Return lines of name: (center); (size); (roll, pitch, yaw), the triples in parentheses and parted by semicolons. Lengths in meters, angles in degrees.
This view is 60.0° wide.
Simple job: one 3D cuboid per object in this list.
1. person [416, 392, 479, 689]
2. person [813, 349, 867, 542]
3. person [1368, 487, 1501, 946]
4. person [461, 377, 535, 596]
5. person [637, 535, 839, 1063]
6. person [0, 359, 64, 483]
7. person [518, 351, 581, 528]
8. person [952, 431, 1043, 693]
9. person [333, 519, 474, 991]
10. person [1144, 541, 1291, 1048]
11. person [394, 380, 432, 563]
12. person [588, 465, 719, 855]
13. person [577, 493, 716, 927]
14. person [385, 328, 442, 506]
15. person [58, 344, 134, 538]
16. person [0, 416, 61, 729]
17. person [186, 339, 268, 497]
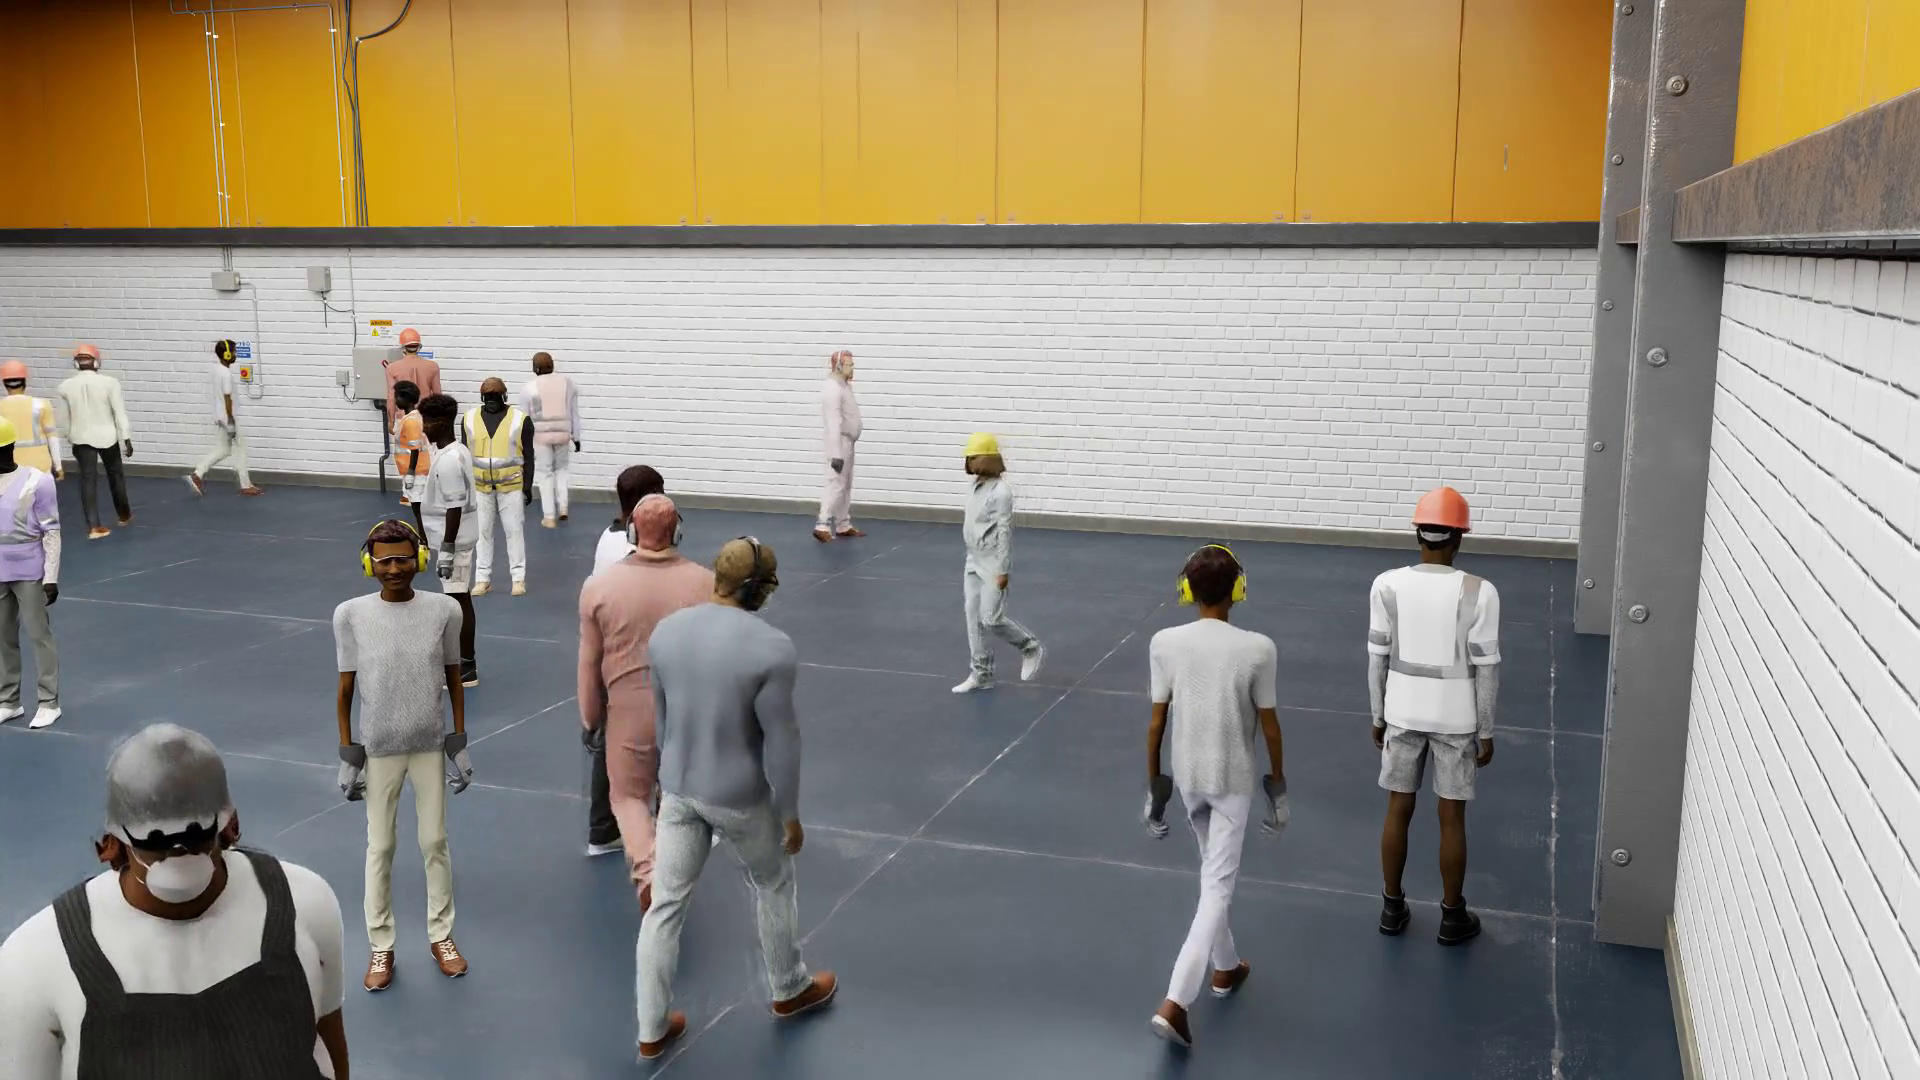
person: (-3.379, 0.001, 11.029); (0.367, 1.964, 0.603); (-2, 10, -14)
person: (-1.173, -0.934, 16.512); (0.421, 1.918, 0.665); (1, 10, 3)
person: (1.984, 0.737, 6.983); (0.542, 1.931, 0.366); (6, 12, 30)
person: (-3.869, -0.445, 13.902); (0.624, 1.840, 0.429); (-1, 10, -4)
person: (-0.829, 0.925, 6.089); (0.642, 1.883, 0.820); (4, 11, 23)
person: (-8.396, -0.668, 14.945); (0.566, 1.915, 0.786); (-3, 10, -14)
person: (-4.290, -1.047, 17.313); (0.659, 1.824, 0.494); (-7, 12, -33)
person: (0.230, 0.148, 10.863); (0.514, 1.735, 0.485); (-6, 12, -30)
person: (-2.199, 0.837, 6.590); (0.513, 1.872, 0.328); (-5, 11, -24)
person: (0.924, 0.933, 6.203); (0.538, 1.829, 0.929); (6, 12, 31)
person: (-5.030, -0.624, 15.301); (0.320, 1.698, 0.531); (-3, 10, -16)
person: (-1.482, 0.574, 7.988); (0.743, 1.890, 0.613); (-5, 11, -24)
person: (-1.286, 0.744, 7.083); (0.643, 1.878, 0.744); (-4, 11, -19)
person: (-6.135, -1.383, 18.733); (0.618, 1.997, 0.373); (-6, 12, -30)
person: (-8.744, -1.020, 16.917); (0.670, 1.913, 1.035); (-2, 10, -13)
person: (-5.742, 0.194, 10.074); (0.585, 1.917, 0.381); (1, 10, 7)
person: (-8.569, -1.405, 19.310); (0.800, 1.844, 0.518); (-8, 13, -39)
